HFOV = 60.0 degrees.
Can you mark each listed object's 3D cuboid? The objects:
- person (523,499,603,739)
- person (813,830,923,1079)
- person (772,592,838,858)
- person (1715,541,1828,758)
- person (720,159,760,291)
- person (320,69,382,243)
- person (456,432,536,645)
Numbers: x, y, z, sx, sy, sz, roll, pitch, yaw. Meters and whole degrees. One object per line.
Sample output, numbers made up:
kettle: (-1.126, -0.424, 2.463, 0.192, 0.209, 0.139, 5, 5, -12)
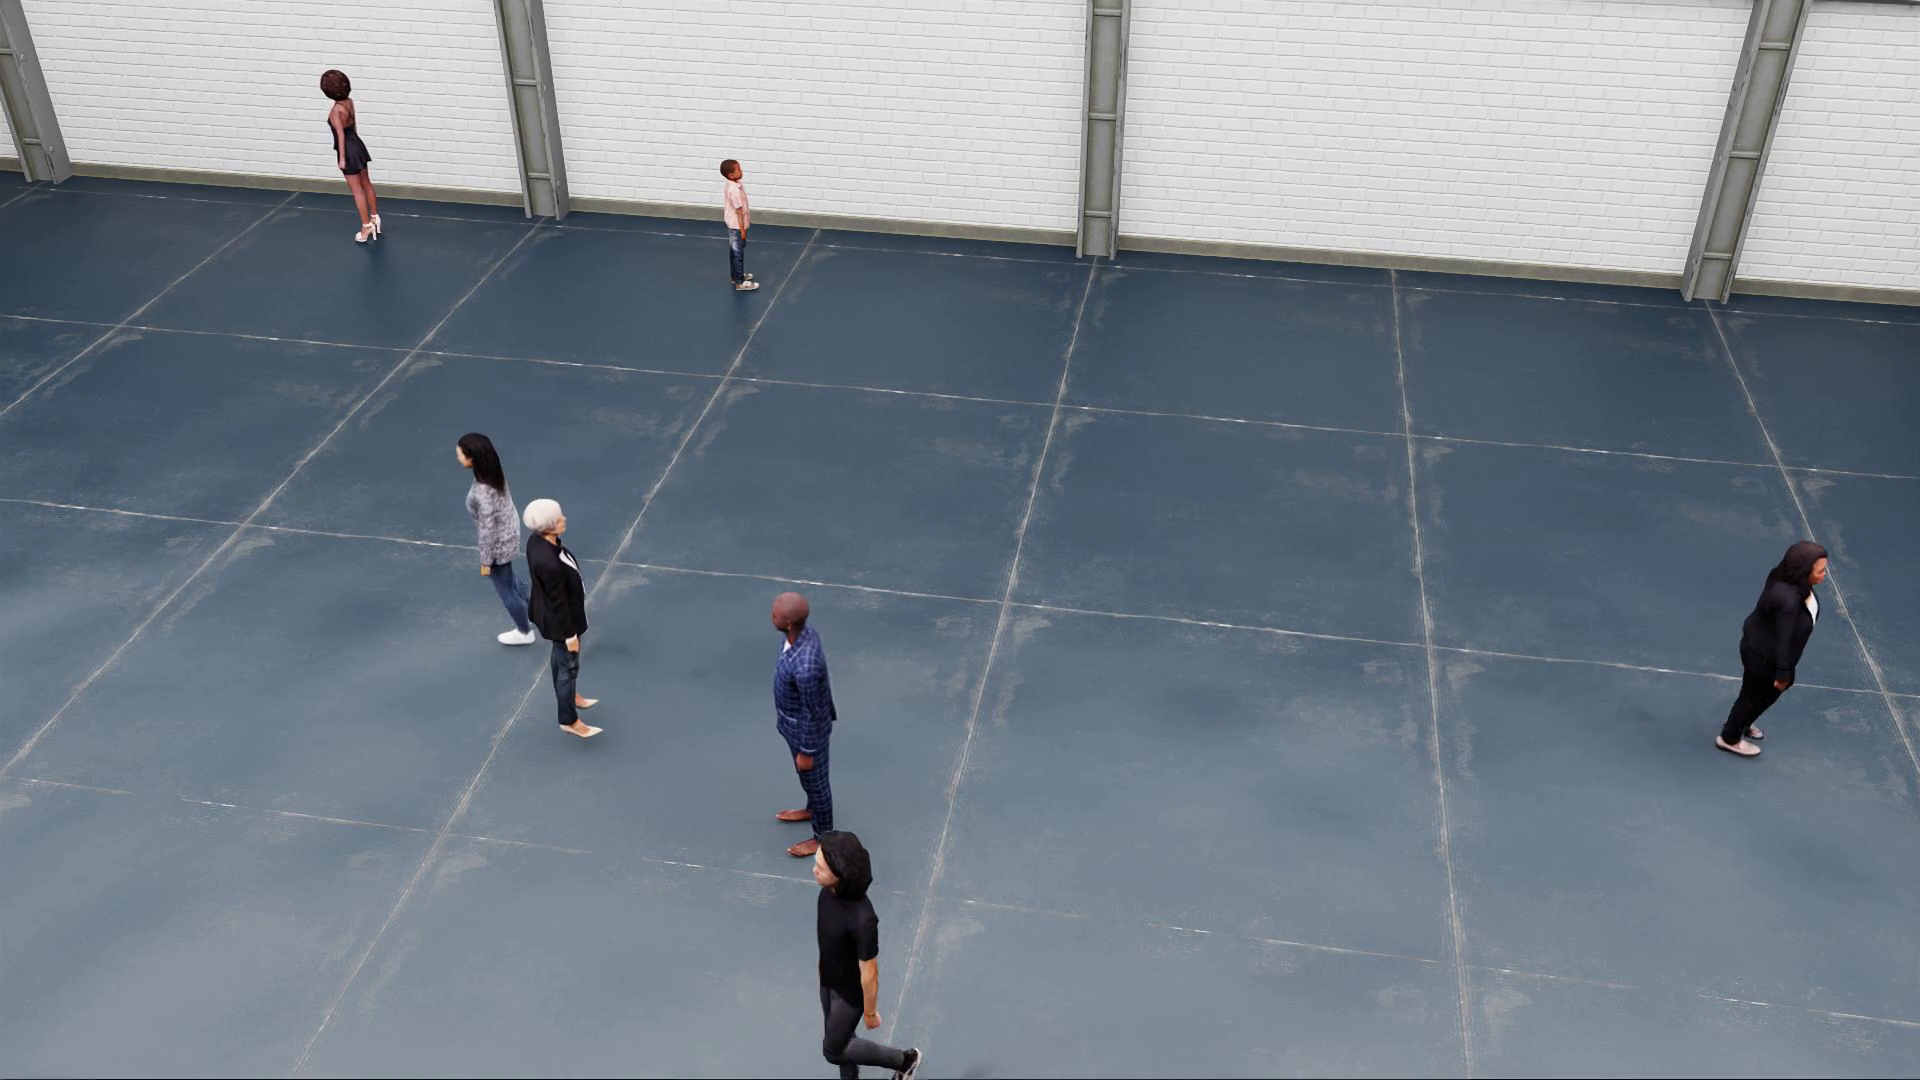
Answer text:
person: (-2.476, 0.445, 10.353, 0.740, 1.780, 0.819, -9, 35, -14)
person: (-0.471, 2.074, 8.004, 0.931, 1.818, 0.844, -11, 35, -17)
person: (-0.891, 1.033, 9.571, 0.743, 1.818, 0.744, -8, 34, -12)
person: (4.934, 0.665, 10.315, 0.705, 1.607, 0.736, 13, 36, 19)
person: (-2.185, -3.095, 16.243, 0.612, 1.307, 0.587, -11, 35, -16)
person: (-6.247, -3.956, 17.104, 0.530, 1.789, 0.564, 5, 34, 7)
person: (-3.004, 0.025, 11.179, 0.698, 1.717, 0.688, 3, 34, 4)
